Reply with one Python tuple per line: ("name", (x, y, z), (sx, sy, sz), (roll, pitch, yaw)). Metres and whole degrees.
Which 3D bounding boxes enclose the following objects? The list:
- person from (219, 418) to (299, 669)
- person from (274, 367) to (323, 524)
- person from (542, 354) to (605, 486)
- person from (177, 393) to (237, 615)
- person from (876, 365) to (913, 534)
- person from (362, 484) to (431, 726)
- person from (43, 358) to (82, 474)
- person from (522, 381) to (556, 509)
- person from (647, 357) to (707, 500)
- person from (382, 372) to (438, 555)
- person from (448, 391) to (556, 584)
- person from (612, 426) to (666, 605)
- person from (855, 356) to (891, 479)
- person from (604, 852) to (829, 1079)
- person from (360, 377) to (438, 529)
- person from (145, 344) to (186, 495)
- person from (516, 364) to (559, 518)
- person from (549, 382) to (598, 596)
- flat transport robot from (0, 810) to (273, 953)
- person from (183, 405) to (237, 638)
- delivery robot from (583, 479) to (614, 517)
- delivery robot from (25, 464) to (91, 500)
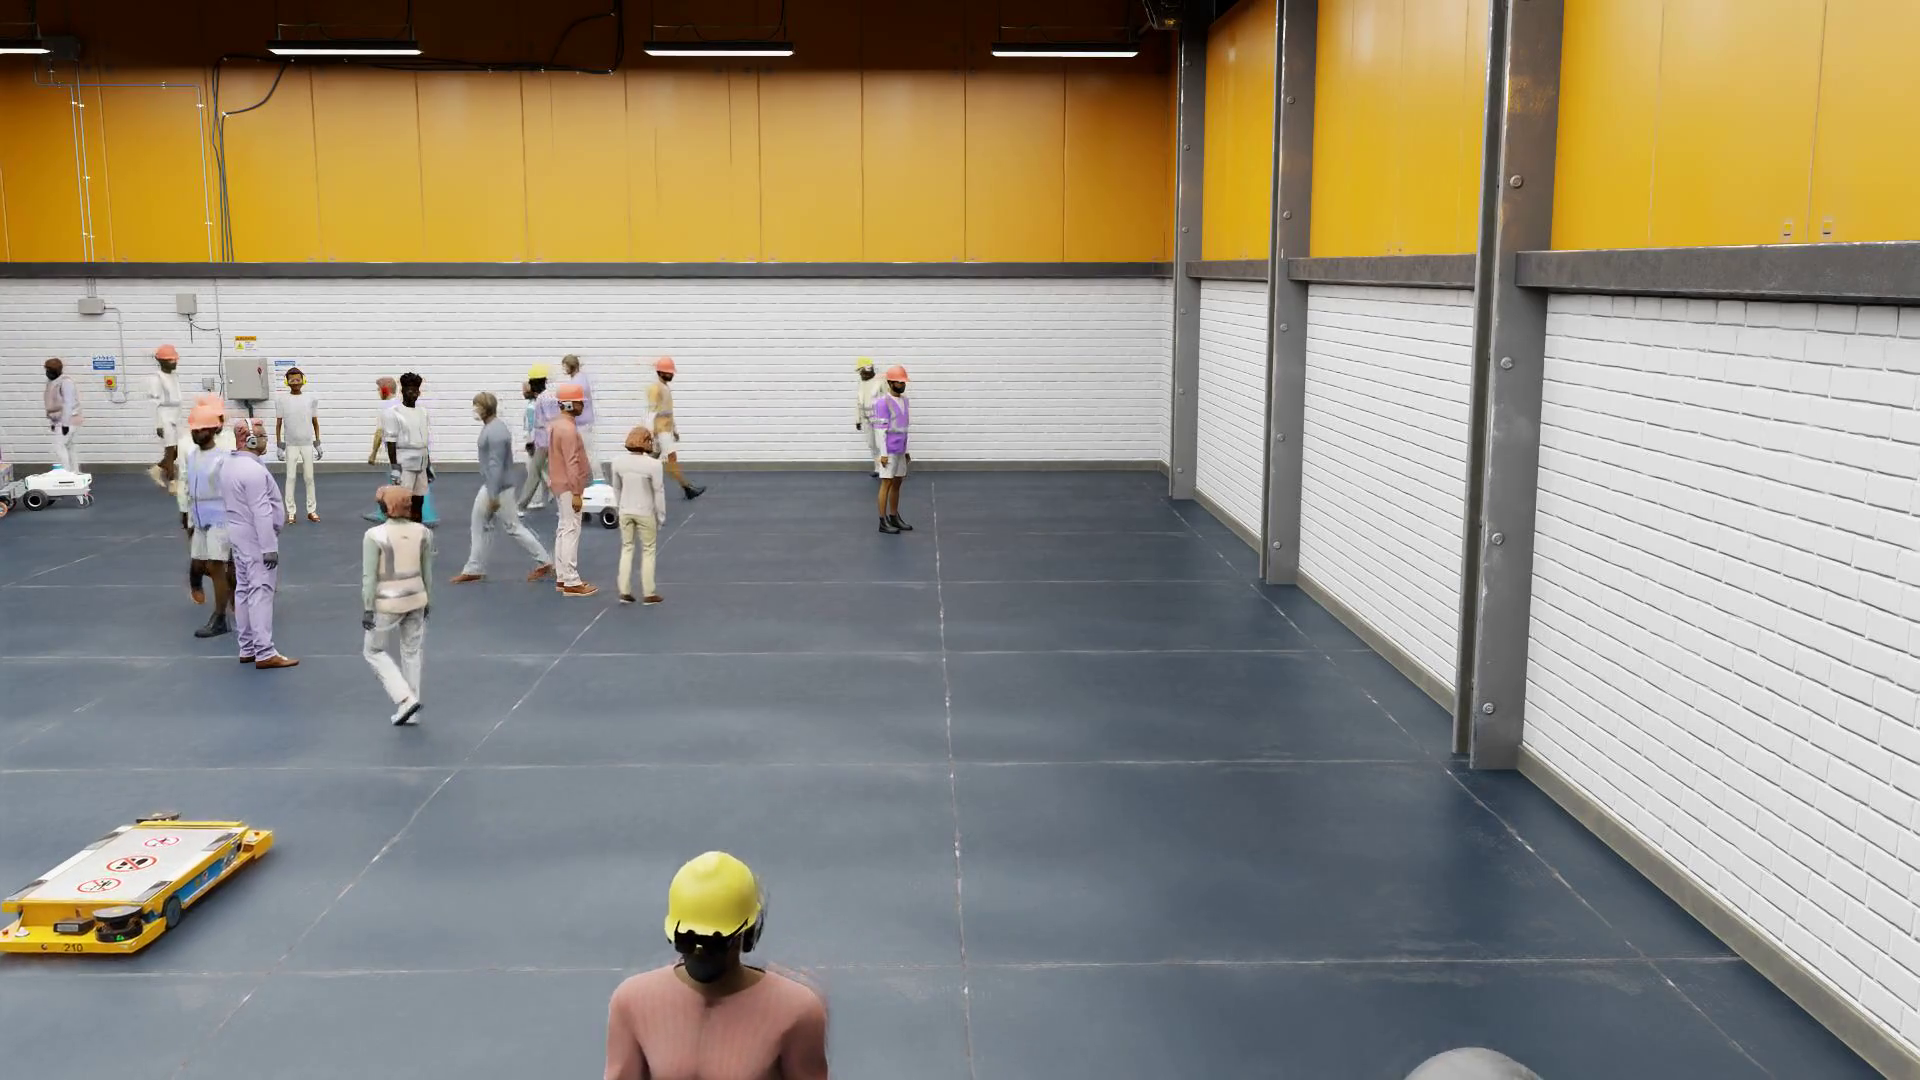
("person", (-5.355, 0.023, 12.689), (0.407, 1.910, 0.640), (-8, 13, -42))
("person", (-7.894, -1.128, 19.867), (0.533, 1.871, 0.320), (-6, 11, -32))
("person", (-5.216, -1.530, 22.247), (0.971, 1.892, 0.638), (-1, 9, -5))
("person", (-6.537, -0.313, 14.575), (0.625, 1.974, 0.771), (-9, 13, -43))
("person", (-0.735, -1.047, 19.156), (0.379, 1.938, 0.547), (6, 11, 31))
("person", (-3.699, 0.442, 10.956), (0.375, 1.626, 0.545), (6, 11, 35))
("person", (-12.543, -1.628, 23.173), (0.632, 1.808, 0.559), (9, 13, 44))
("person", (-5.357, -1.201, 21.030), (0.398, 1.622, 0.541), (0, 9, 0))
("person", (-3.797, -1.444, 21.767), (1.004, 1.873, 0.583), (1, 9, 5))
("person", (-5.760, -0.781, 17.458), (0.374, 1.960, 0.600), (4, 10, 24))
("person", (-4.400, -0.501, 15.995), (1.004, 1.888, 0.637), (-3, 10, -20))
("person", (-2.898, -0.216, 15.007), (0.526, 1.627, 0.332), (3, 10, 15))
("person", (-1.244, -1.750, 23.922), (0.617, 1.789, 0.484), (9, 13, 43))
("person", (-0.574, 1.548, 3.924), (0.522, 1.718, 0.926), (1, 9, 9))
("person", (-6.558, -0.999, 19.378), (1.044, 1.780, 0.554), (2, 9, 9))
("person", (-10.670, -1.607, 22.300), (0.591, 2.030, 0.607), (1, 9, 7))
("person", (-5.118, -1.200, 20.293), (1.005, 1.876, 0.609), (-2, 9, -11))
("person", (-3.618, -0.478, 15.493), (0.389, 1.992, 0.625), (-4, 10, -24))
("flat transport robot", (-3.925, 1.610, 7.964), (0.652, 0.197, 1.431), (0, 9, 2))
("person", (-6.159, -0.174, 13.847), (0.555, 1.924, 0.646), (5, 10, 28))
("delivery robot", (-4.240, -0.480, 19.621), (0.707, 0.478, 0.477), (2, 9, 15))
("delivery robot", (-11.420, -0.717, 21.080), (0.707, 0.478, 0.477), (-3, 10, -16))
